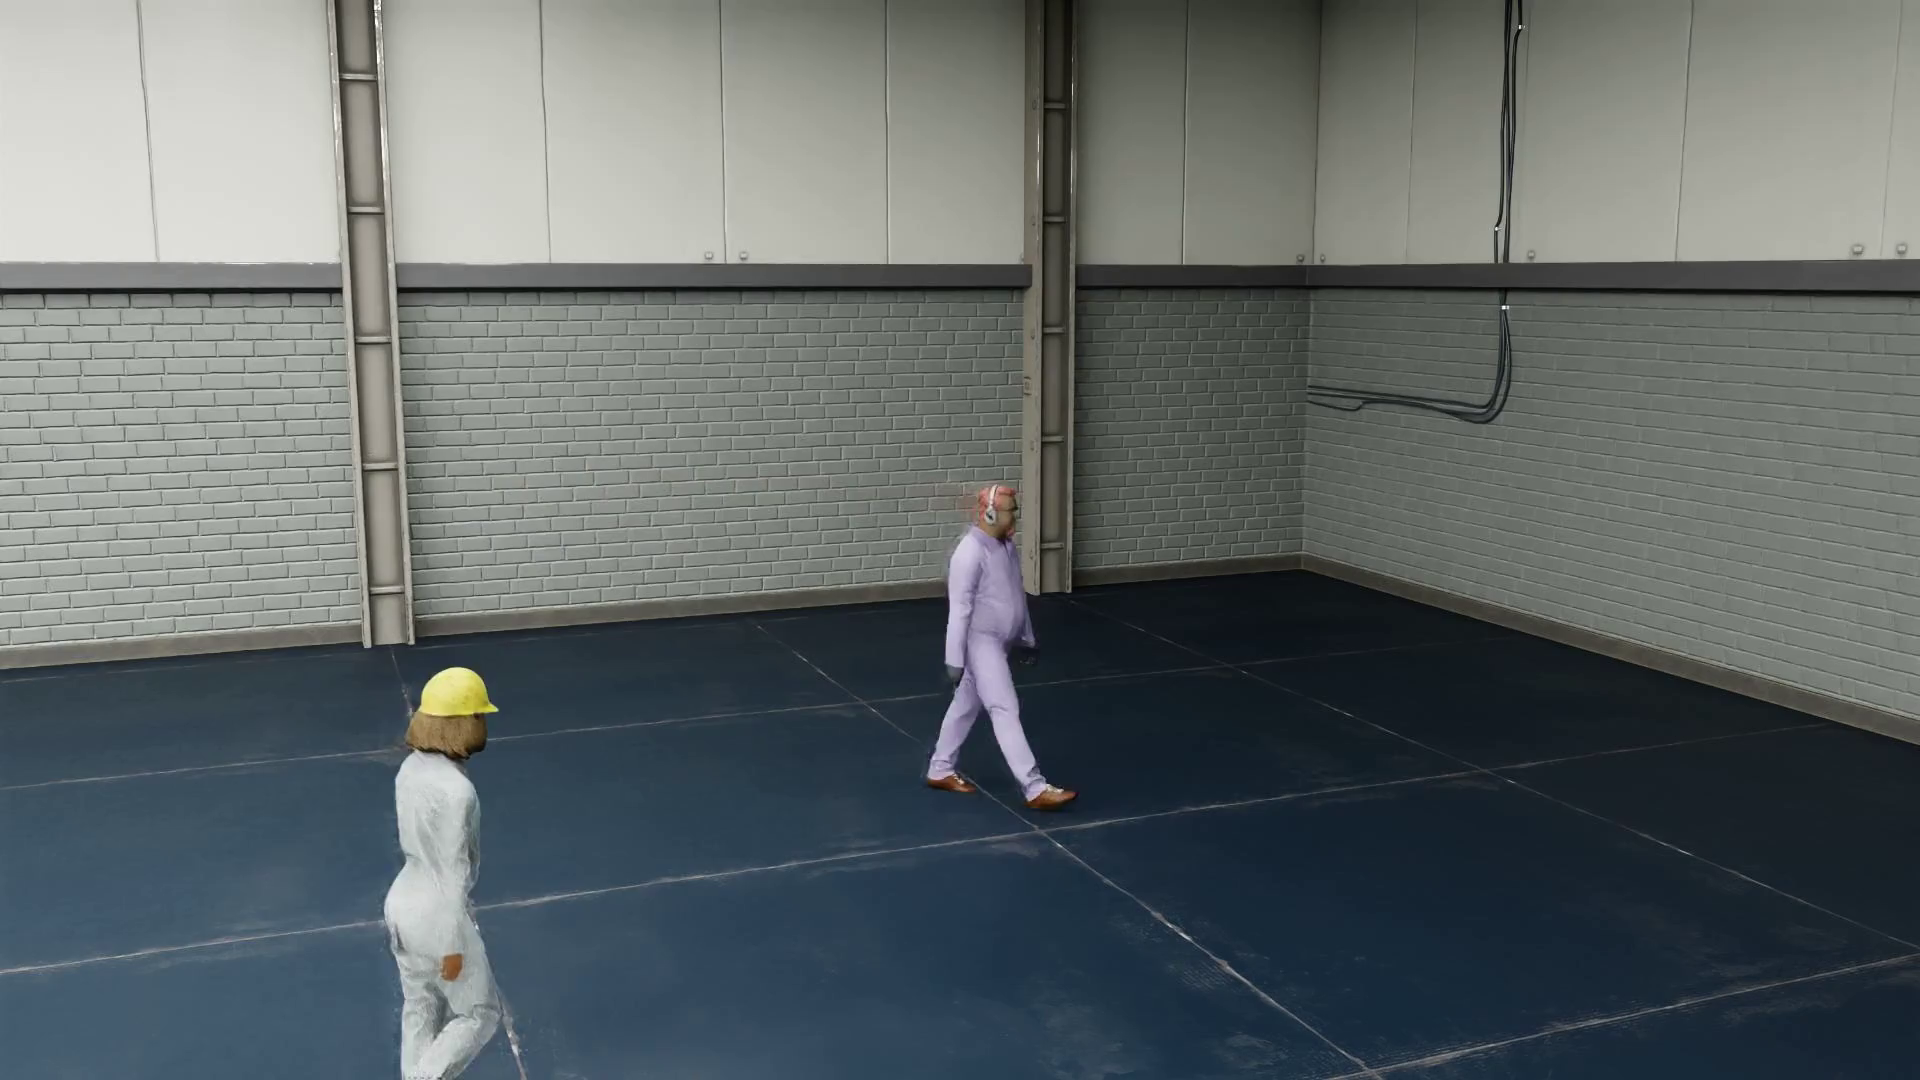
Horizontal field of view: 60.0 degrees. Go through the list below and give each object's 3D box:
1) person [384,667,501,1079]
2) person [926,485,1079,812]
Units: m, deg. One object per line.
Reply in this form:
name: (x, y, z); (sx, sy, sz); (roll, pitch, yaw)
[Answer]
person: (-1.769, 1.288, 5.638); (0.473, 1.722, 0.495); (-8, 12, -40)
person: (0.219, 0.606, 9.517); (1.006, 1.852, 0.662); (3, 10, 19)
